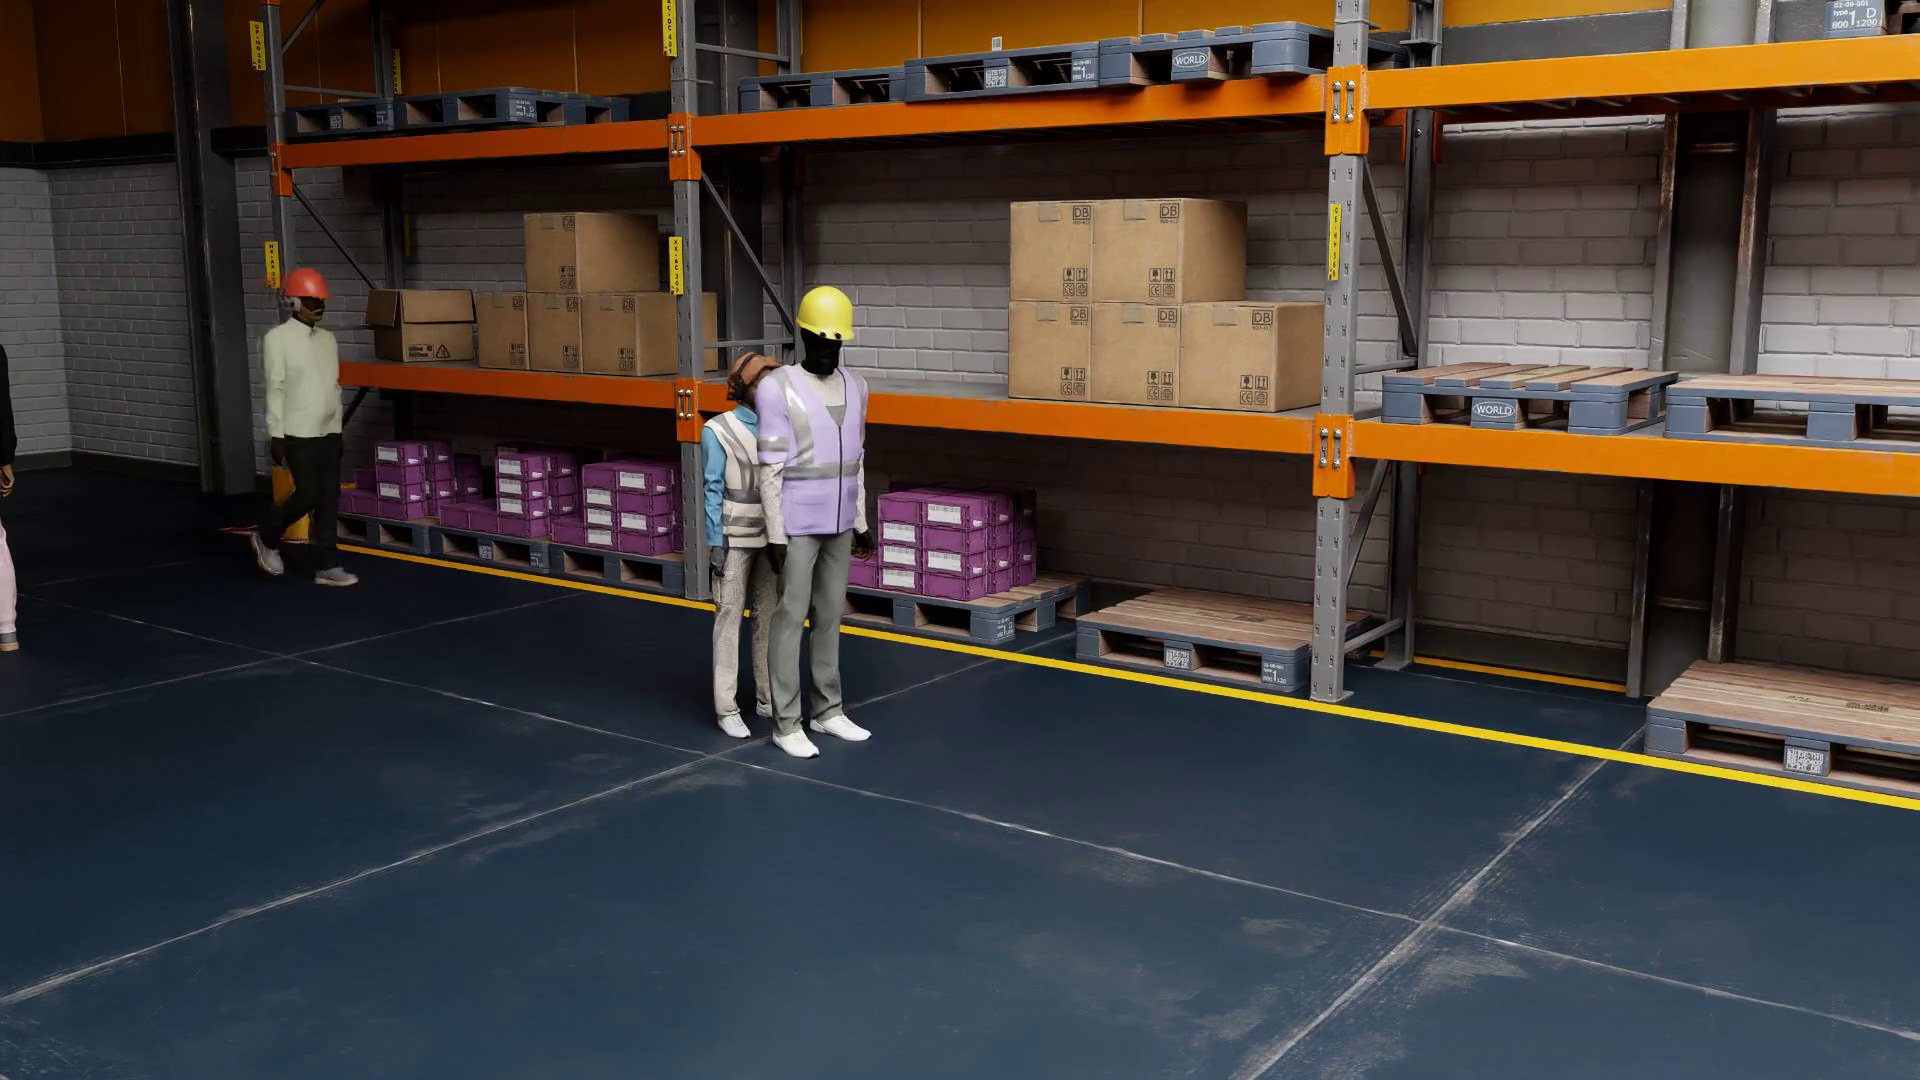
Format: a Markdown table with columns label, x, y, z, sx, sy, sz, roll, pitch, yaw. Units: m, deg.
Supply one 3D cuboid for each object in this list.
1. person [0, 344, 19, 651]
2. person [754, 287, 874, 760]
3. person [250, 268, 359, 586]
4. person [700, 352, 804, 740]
| label | x | y | z | sx | sy | sz | roll | pitch | yaw |
| --- | --- | --- | --- | --- | --- | --- | --- | --- | --- |
| person | -5.115 | -0.383 | 8.451 | 0.383 | 1.993 | 0.622 | 5 | 11 | 29 |
| person | -0.574 | -0.077 | 6.865 | 0.392 | 1.917 | 0.589 | 8 | 13 | 41 |
| person | -4.086 | -0.688 | 10.314 | 0.581 | 1.976 | 0.635 | 3 | 10 | 19 |
| person | -0.889 | 0.016 | 7.144 | 0.308 | 1.639 | 0.510 | 9 | 13 | 42 |
